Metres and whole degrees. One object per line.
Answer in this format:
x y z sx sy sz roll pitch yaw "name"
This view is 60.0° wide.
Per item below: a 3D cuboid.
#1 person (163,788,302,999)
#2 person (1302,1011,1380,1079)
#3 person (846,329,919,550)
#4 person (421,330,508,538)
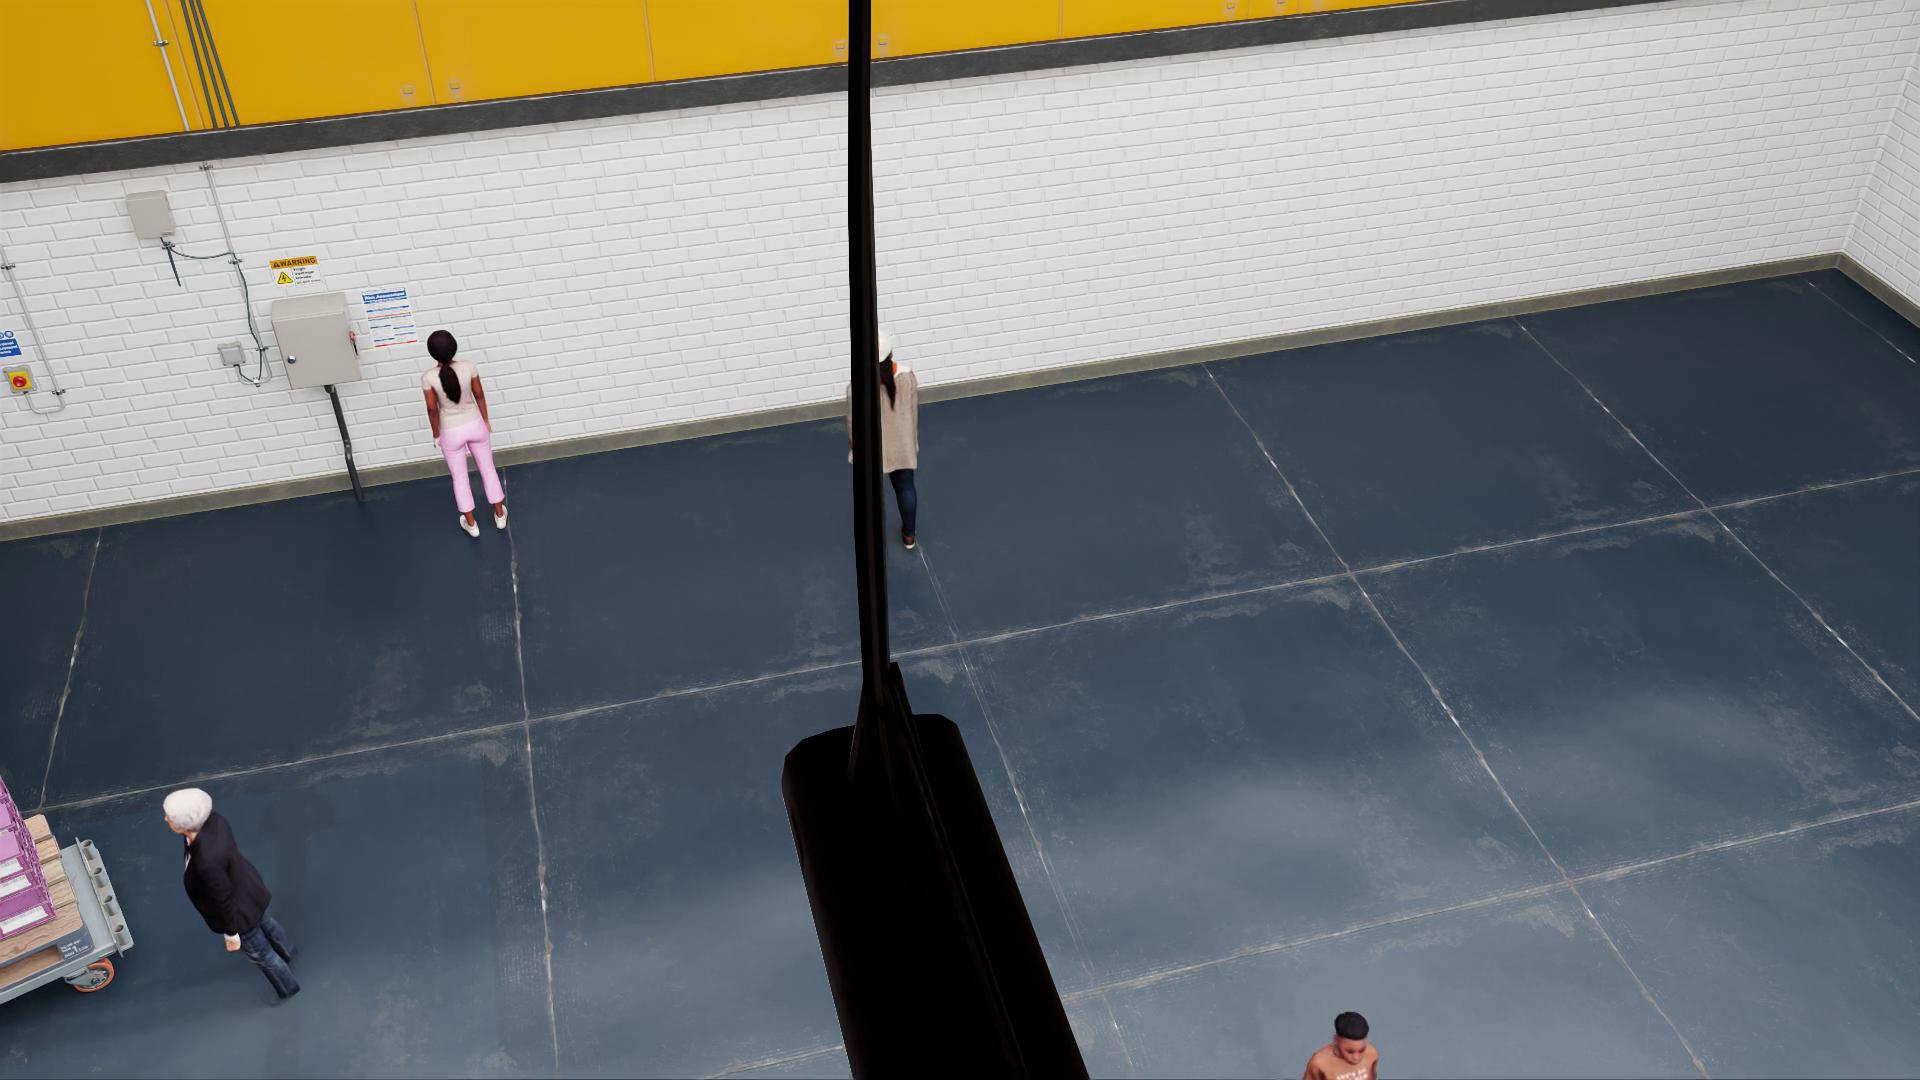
-3.868 1.959 9.010 0.703 1.770 0.614 -11 40 -13 "person"
1.825 2.698 8.161 0.533 1.246 0.681 -8 39 -10 "person"
-0.550 -0.713 11.914 0.660 1.892 0.637 -9 40 -11 "person"
-3.626 -0.788 12.130 0.622 1.740 0.577 -18 42 -21 "person"
